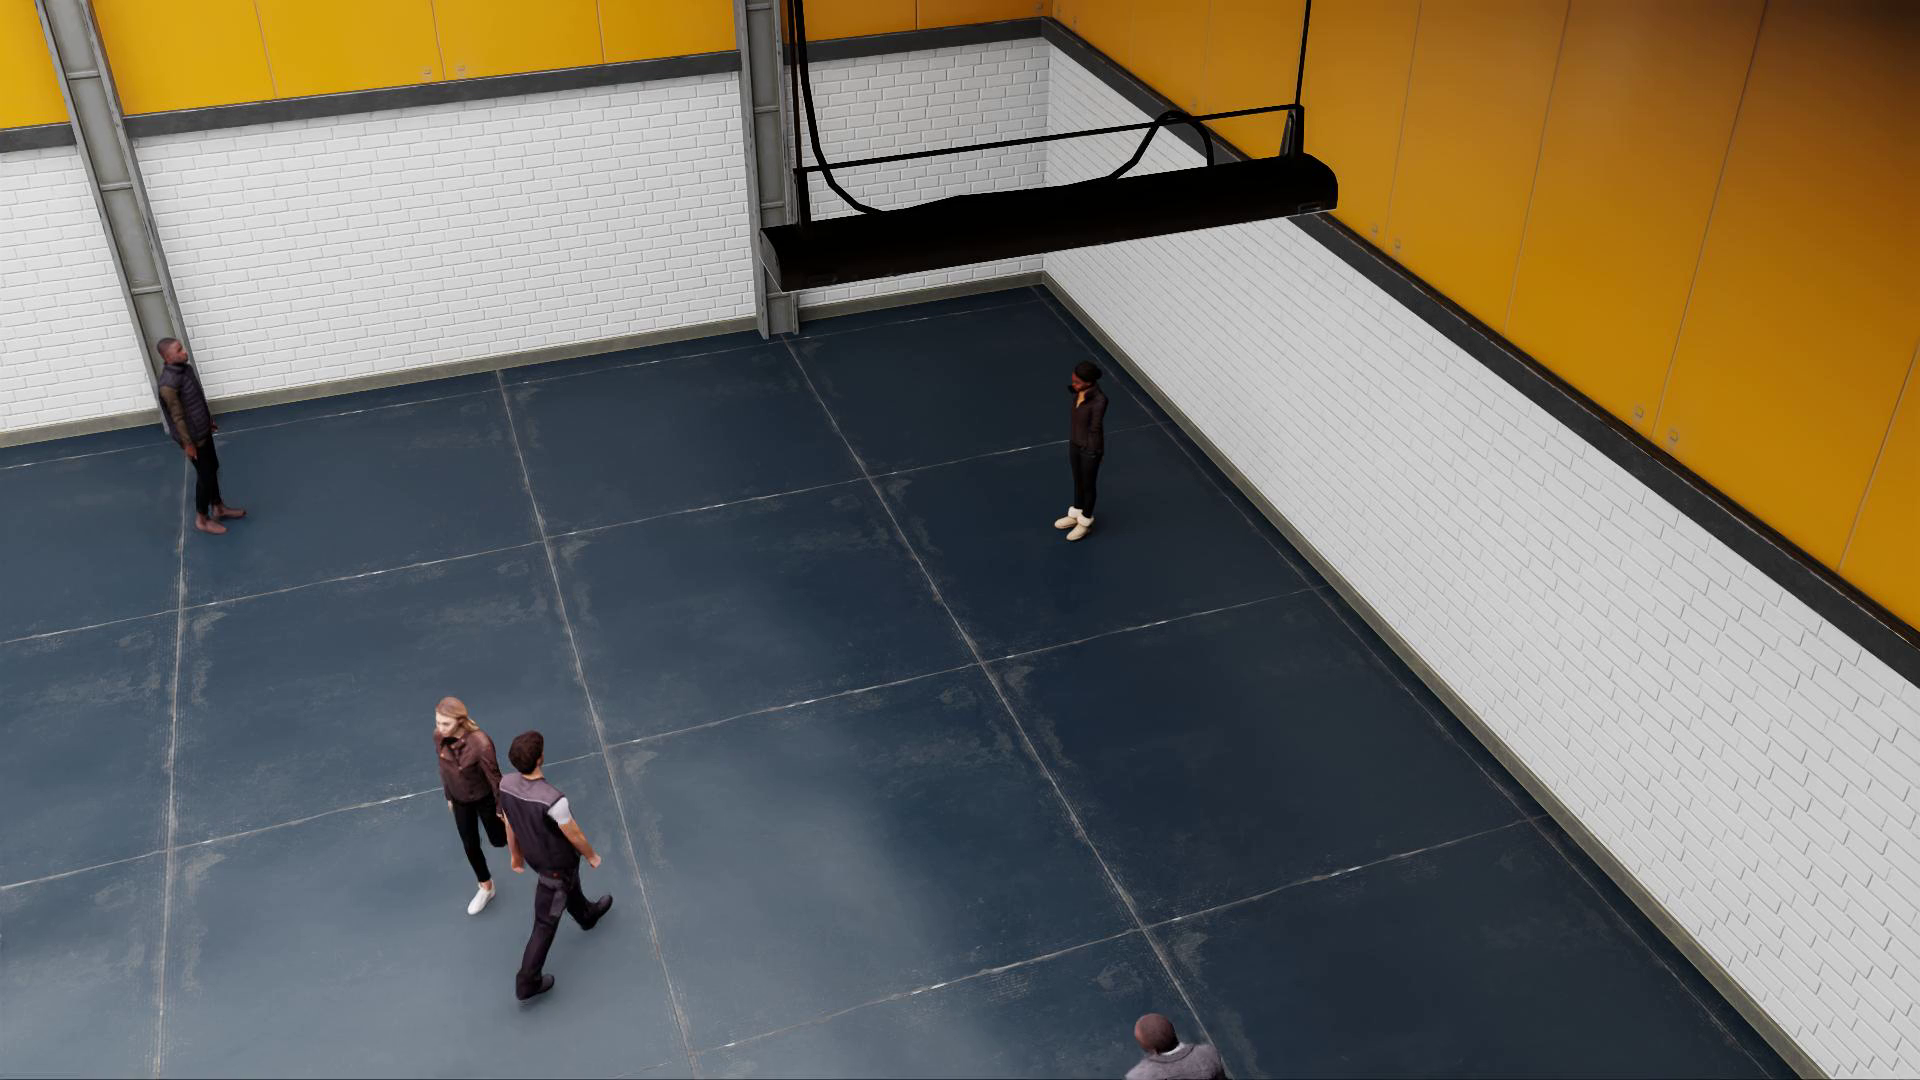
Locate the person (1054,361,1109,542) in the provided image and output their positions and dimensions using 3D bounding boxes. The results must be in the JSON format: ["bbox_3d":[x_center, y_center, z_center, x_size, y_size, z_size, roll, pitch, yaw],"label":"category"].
[{"bbox_3d":[1.099,-0.812,14.396,0.670,1.659,0.611,-16,37,-22],"label":"person"}]

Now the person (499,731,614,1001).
[{"bbox_3d":[-2.538,1.988,10.050,1.099,1.807,1.272,21,39,28],"label":"person"}]

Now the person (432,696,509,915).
[{"bbox_3d":[-3.066,1.618,10.721,0.991,1.681,1.032,13,36,19],"label":"person"}]

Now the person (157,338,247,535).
[{"bbox_3d":[-6.654,-0.923,14.404,0.682,1.835,0.753,-4,34,-6],"label":"person"}]

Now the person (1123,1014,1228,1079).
[{"bbox_3d":[1.139,3.089,8.415,0.637,1.784,0.990,1,34,2],"label":"person"}]
